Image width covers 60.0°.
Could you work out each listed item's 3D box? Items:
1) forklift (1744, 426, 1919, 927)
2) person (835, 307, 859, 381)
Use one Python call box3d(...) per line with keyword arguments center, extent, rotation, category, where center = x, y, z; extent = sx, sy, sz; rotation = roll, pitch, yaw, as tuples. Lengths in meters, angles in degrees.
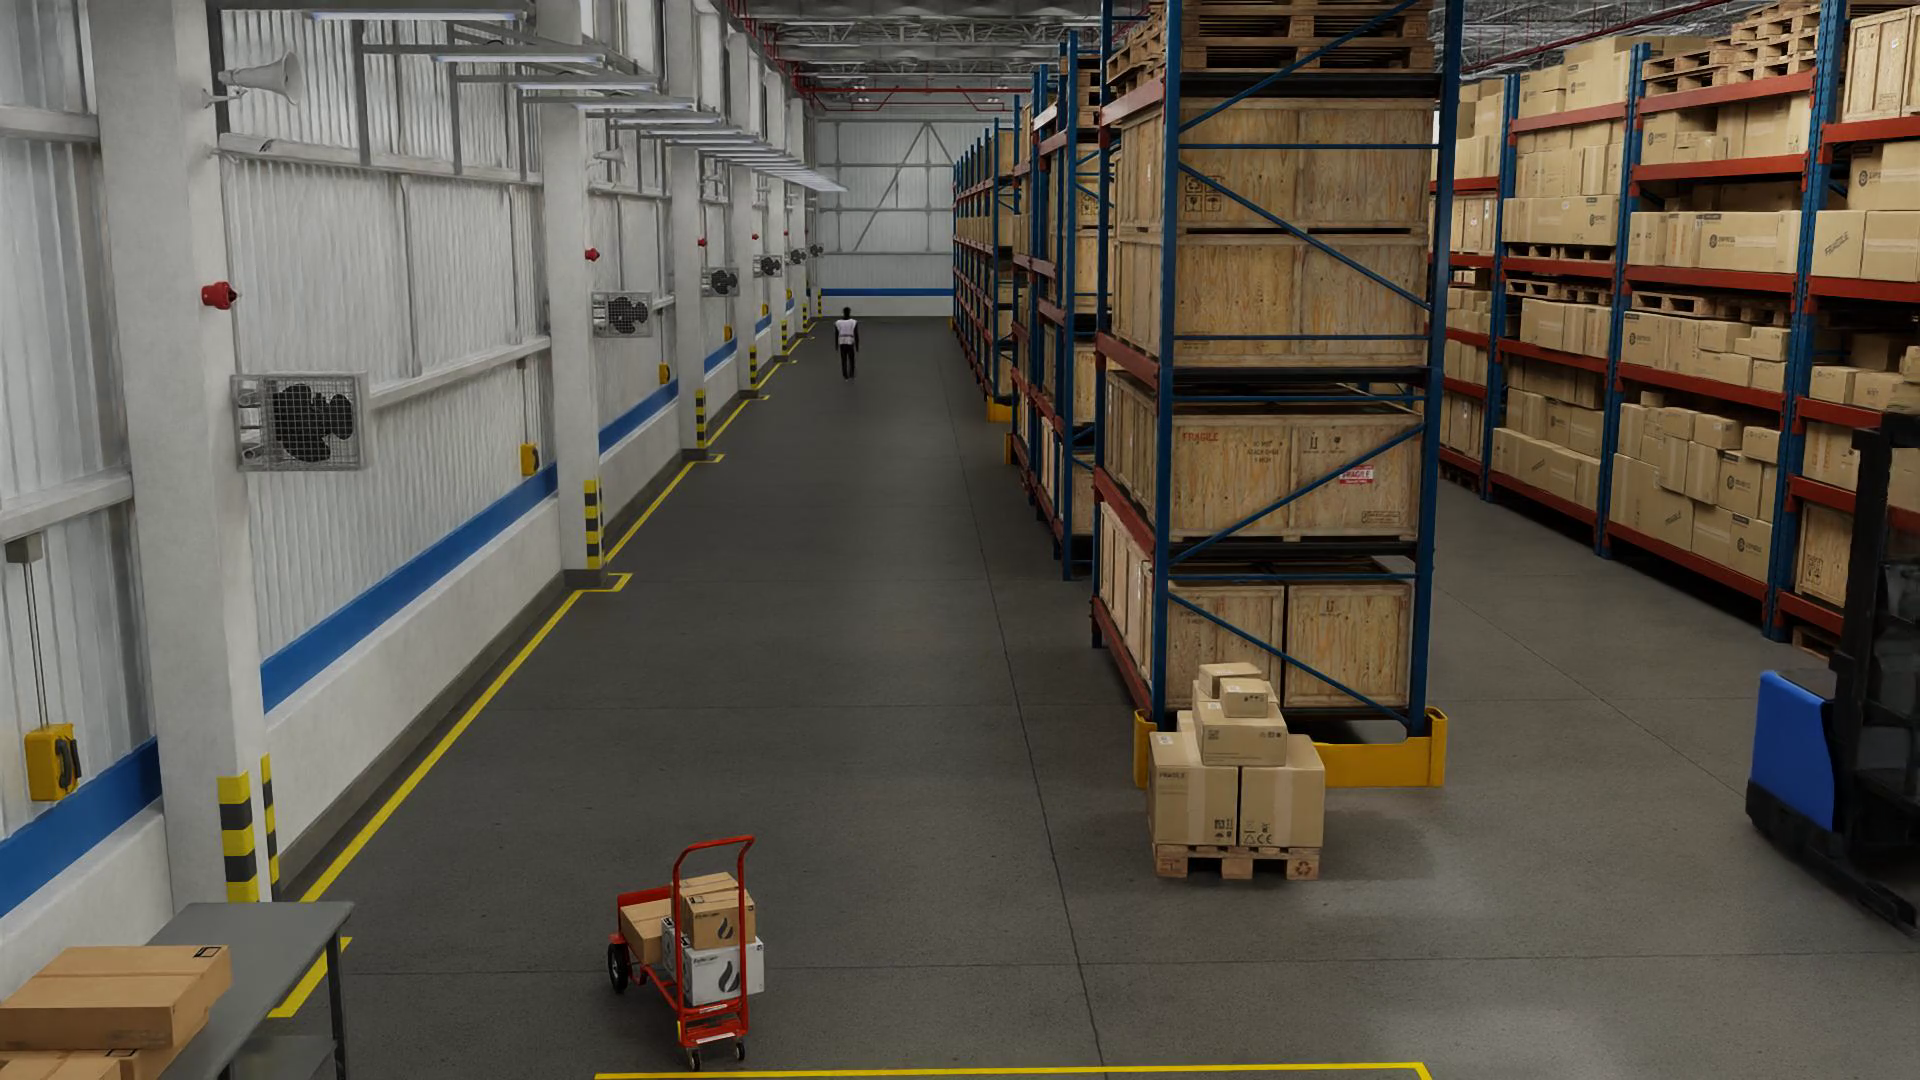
box3d(center=(5.885, 0.696, 10.228), extent=(1.129, 2.768, 1.873), rotation=(0, 11, -2), category="forklift")
box3d(center=(-2.889, -4.994, 42.460), extent=(0.684, 1.883, 0.687), rotation=(1, 11, 5), category="person")
